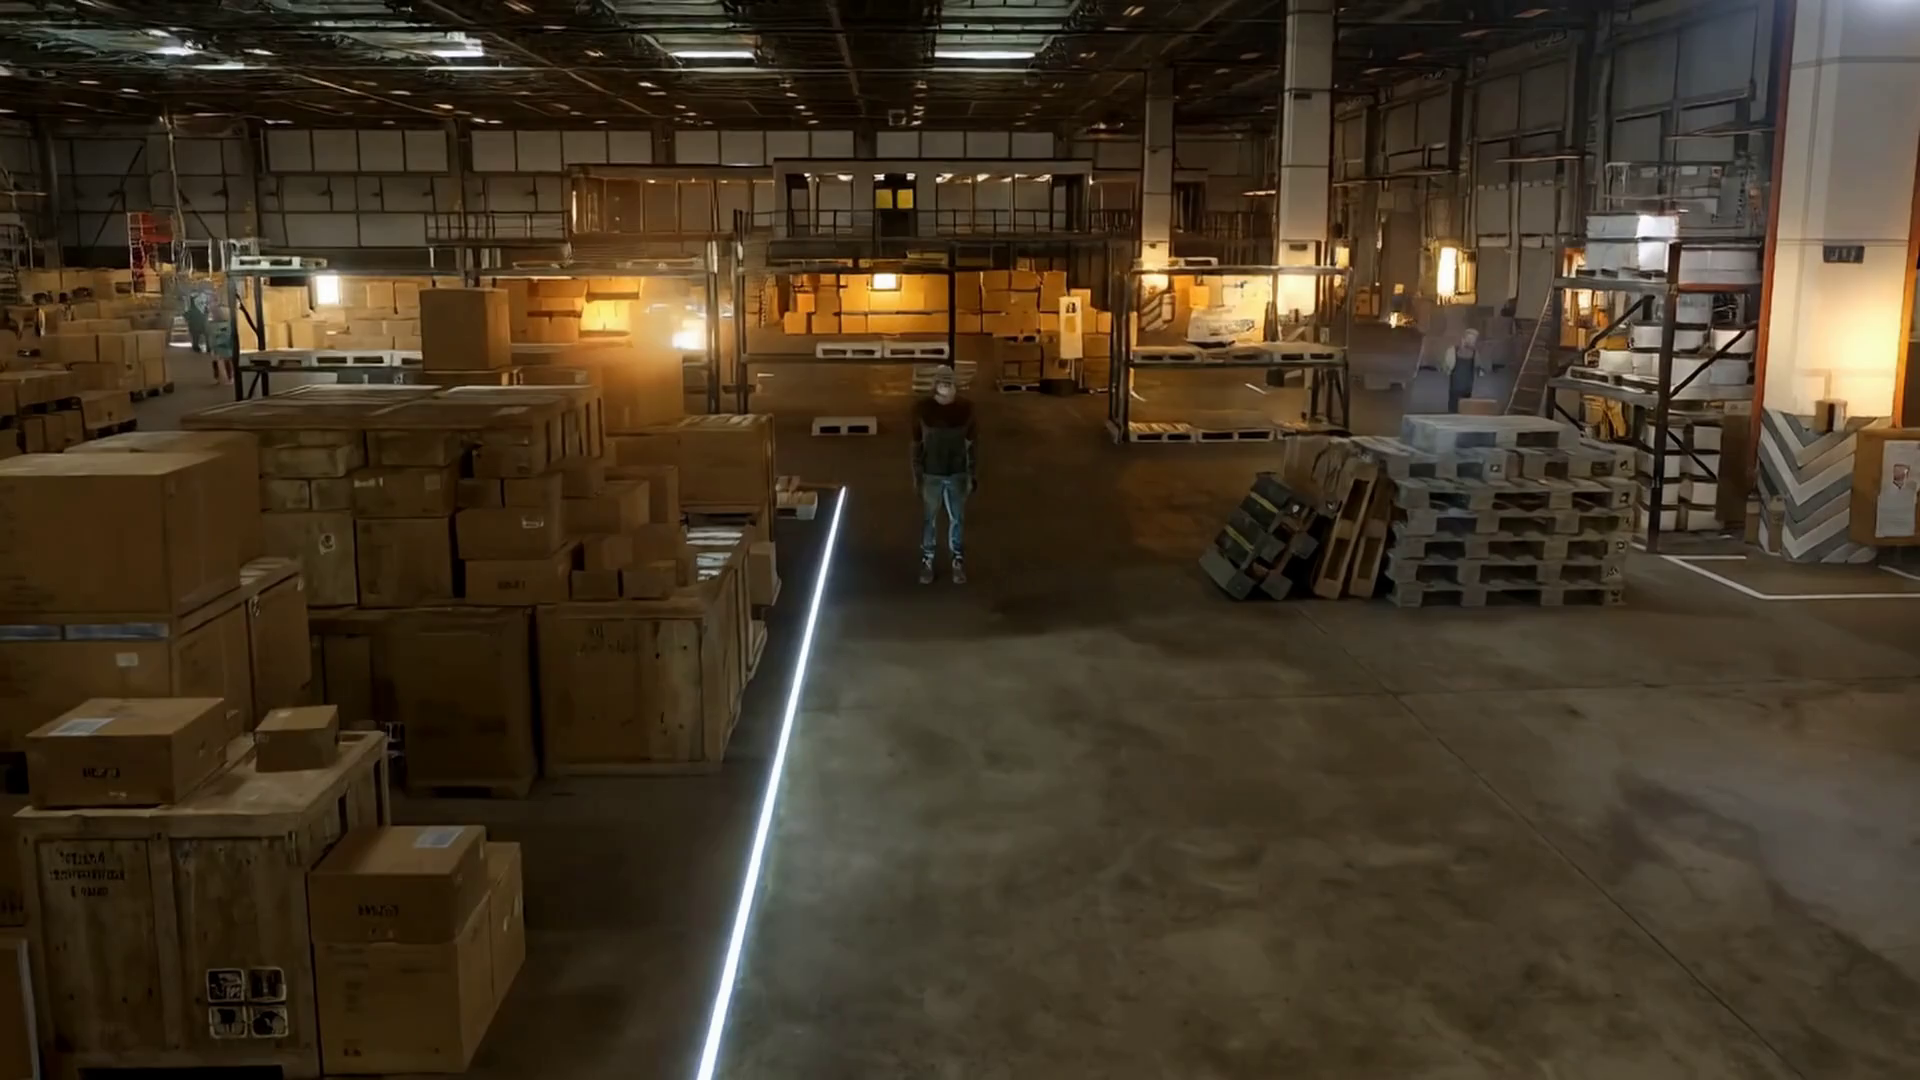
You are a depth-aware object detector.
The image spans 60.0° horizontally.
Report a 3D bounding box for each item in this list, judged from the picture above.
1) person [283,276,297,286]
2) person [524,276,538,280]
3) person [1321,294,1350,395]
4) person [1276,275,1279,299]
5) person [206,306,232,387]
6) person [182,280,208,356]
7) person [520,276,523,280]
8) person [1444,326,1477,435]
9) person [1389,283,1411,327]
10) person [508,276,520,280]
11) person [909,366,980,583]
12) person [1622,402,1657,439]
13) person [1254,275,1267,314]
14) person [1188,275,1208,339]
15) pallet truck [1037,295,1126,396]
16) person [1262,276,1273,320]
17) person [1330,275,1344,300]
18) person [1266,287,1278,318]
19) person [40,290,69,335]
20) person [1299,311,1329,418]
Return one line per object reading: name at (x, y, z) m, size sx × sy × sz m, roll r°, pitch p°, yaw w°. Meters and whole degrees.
person at (-28.496, -10.595, 70.777) m, size 0.577 × 1.884 × 0.353 m, roll 0°, pitch 10°, yaw -2°
person at (-15.826, -8.985, 61.369) m, size 0.609 × 2.043 × 0.376 m, roll 0°, pitch 10°, yaw -2°
person at (7.438, -3.865, 32.971) m, size 0.614 × 1.997 × 0.374 m, roll 0°, pitch 10°, yaw -2°
person at (13.797, -10.767, 71.601) m, size 0.628 × 1.935 × 0.609 m, roll 1°, pitch 10°, yaw 7°
person at (-15.483, -4.036, 34.762) m, size 0.537 × 1.696 × 0.318 m, roll 0°, pitch 10°, yaw -2°
person at (-20.237, -5.893, 44.147) m, size 0.709 × 2.000 × 0.535 m, roll 2°, pitch 10°, yaw 11°
person at (-21.583, -12.443, 80.955) m, size 0.589 × 1.926 × 0.368 m, roll 0°, pitch 10°, yaw -2°
person at (7.236, -2.190, 24.127) m, size 0.555 × 1.825 × 0.406 m, roll -1°, pitch 10°, yaw -8°
person at (12.948, -6.660, 49.019) m, size 0.652 × 1.827 × 0.454 m, roll 9°, pitch 14°, yaw 42°
person at (-19.886, -11.210, 74.218) m, size 0.570 × 1.912 × 0.633 m, roll -2°, pitch 10°, yaw -9°
person at (-0.138, -0.580, 14.838) m, size 0.631 × 1.939 × 0.370 m, roll 0°, pitch 10°, yaw -2°
person at (8.512, -1.549, 20.778) m, size 0.488 × 1.744 × 0.295 m, roll 0°, pitch 10°, yaw -2°
person at (12.738, -10.457, 70.226) m, size 0.651 × 1.824 × 0.478 m, roll 1°, pitch 10°, yaw 5°
person at (7.447, -7.294, 52.081) m, size 0.614 × 1.994 × 0.381 m, roll 0°, pitch 10°, yaw -2°
pallet truck at (2.483, -3.881, 33.060) m, size 1.885 × 1.965 × 0.823 m, roll -7°, pitch 13°, yaw -36°
person at (12.030, -9.432, 64.815) m, size 0.537 × 1.700 × 0.318 m, roll 0°, pitch 10°, yaw -2°
person at (14.511, -9.412, 64.027) m, size 0.547 × 1.942 × 0.351 m, roll 0°, pitch 10°, yaw -2°
person at (8.017, -5.407, 41.841) m, size 0.619 × 1.889 × 0.871 m, roll 4°, pitch 11°, yaw 23°
person at (-20.647, -4.729, 37.948) m, size 0.631 × 1.940 × 0.370 m, roll 0°, pitch 10°, yaw -2°
person at (6.110, -3.028, 28.665) m, size 0.520 × 1.871 × 0.326 m, roll 0°, pitch 10°, yaw -2°
